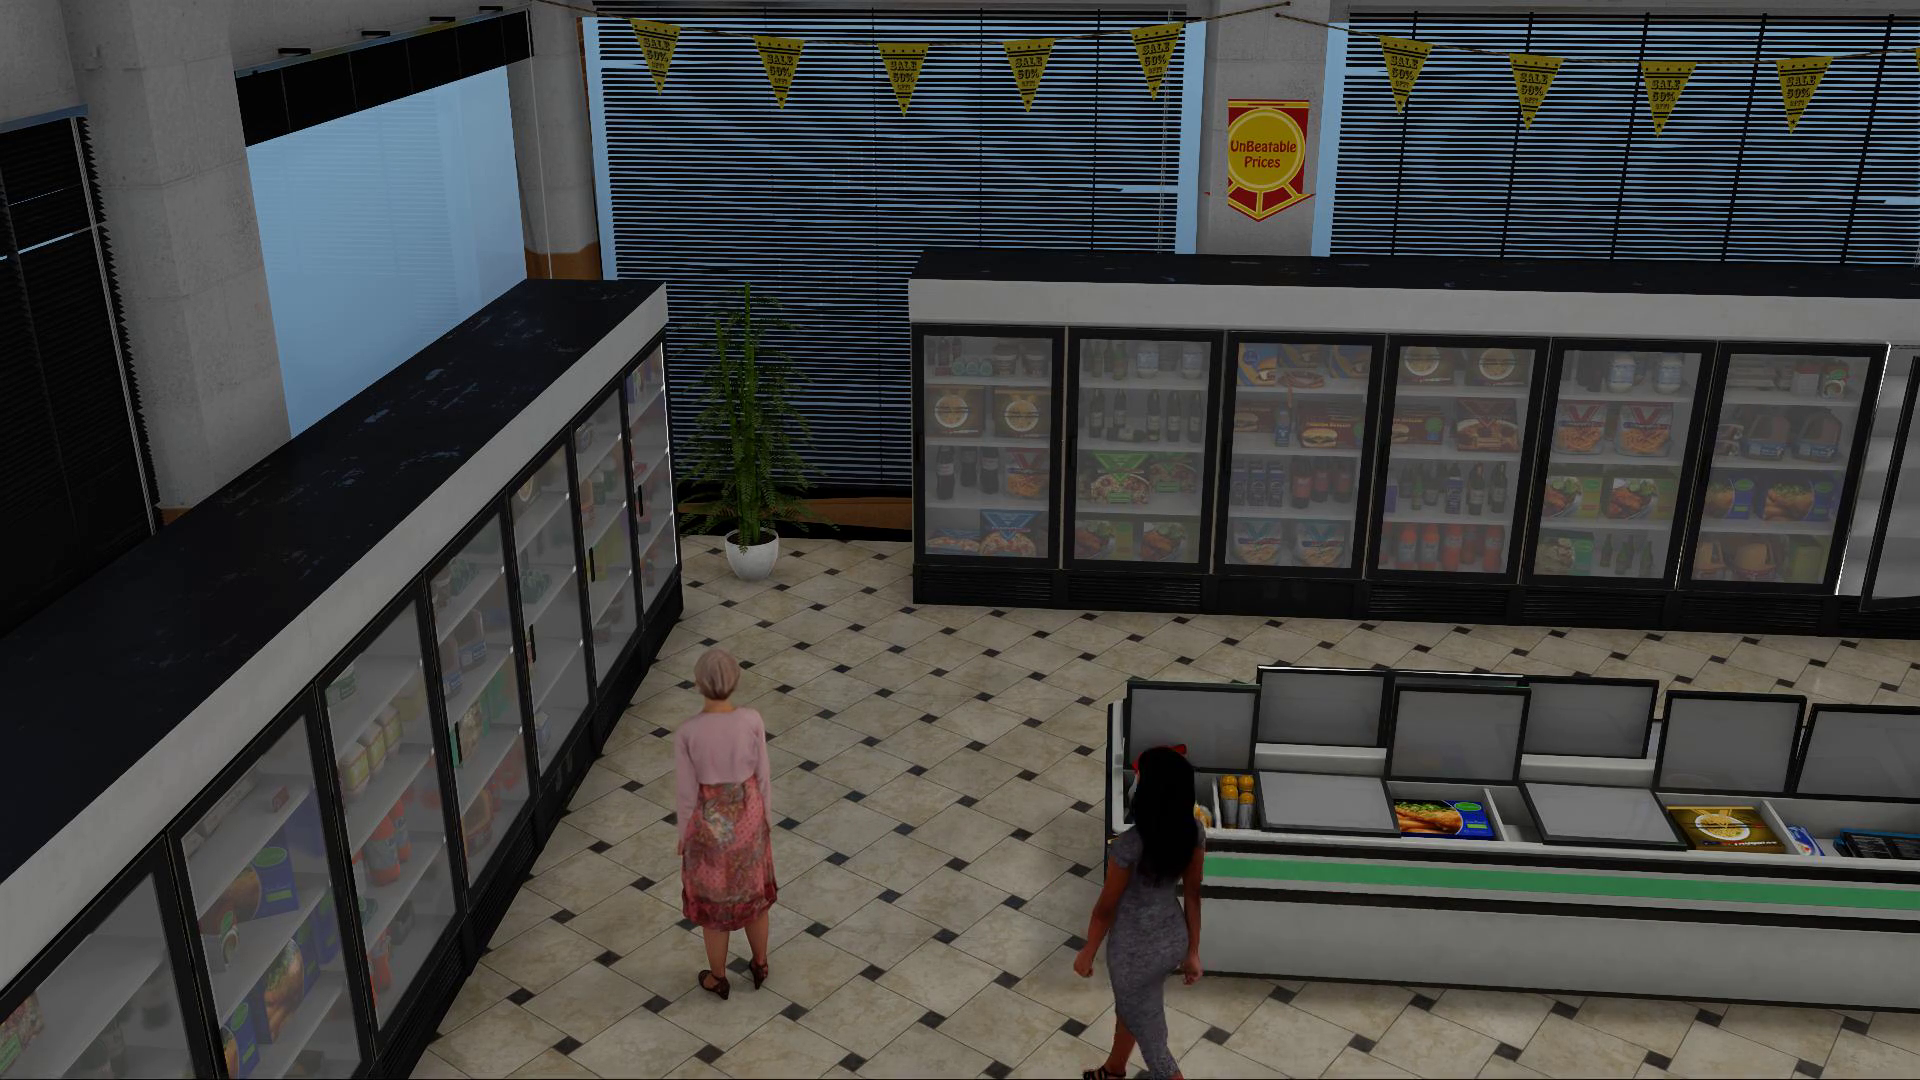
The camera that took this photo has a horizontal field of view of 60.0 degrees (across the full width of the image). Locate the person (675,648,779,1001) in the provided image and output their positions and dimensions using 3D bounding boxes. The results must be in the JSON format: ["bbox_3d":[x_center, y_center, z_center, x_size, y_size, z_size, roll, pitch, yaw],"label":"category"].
[{"bbox_3d":[-1.022,1.254,7.293,0.648,1.692,0.743,-10,24,-22],"label":"person"}]

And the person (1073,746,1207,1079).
[{"bbox_3d":[0.762,1.651,6.245,1.095,1.737,1.132,-16,27,-35],"label":"person"}]
